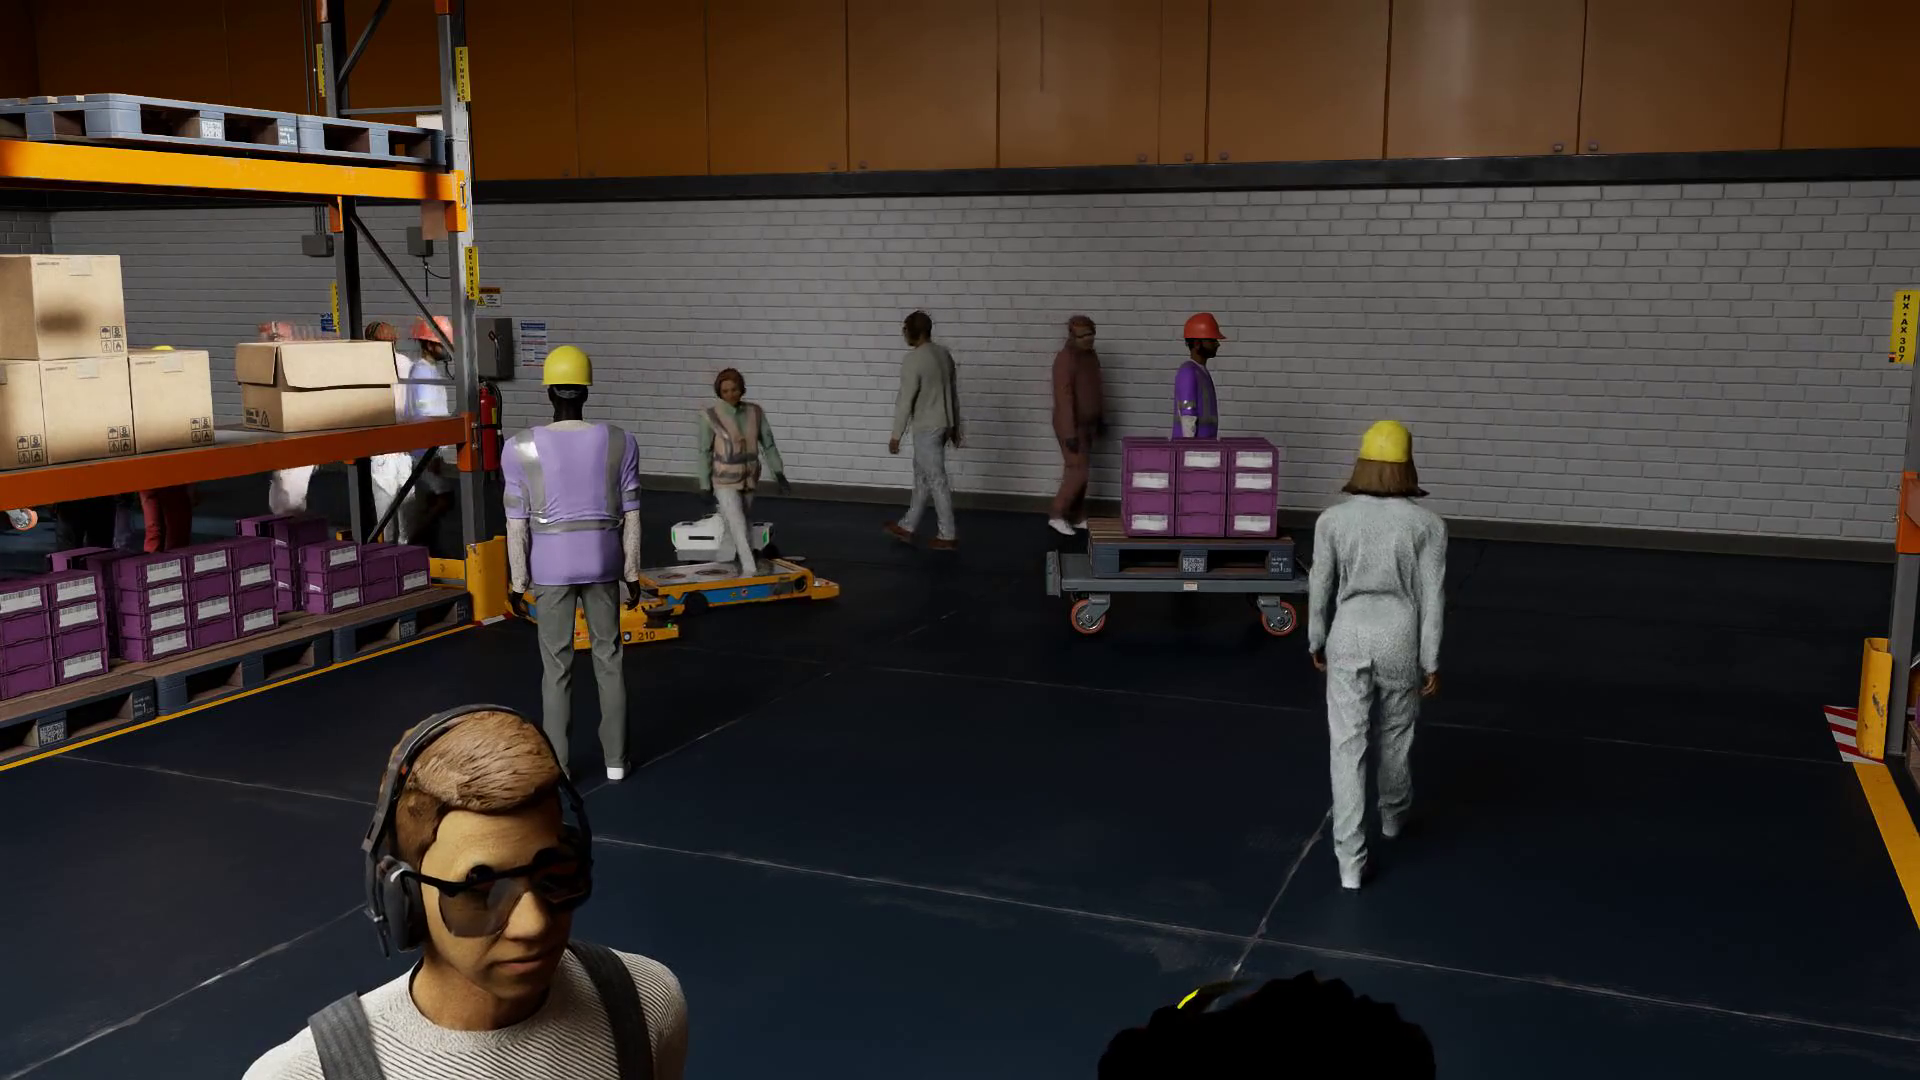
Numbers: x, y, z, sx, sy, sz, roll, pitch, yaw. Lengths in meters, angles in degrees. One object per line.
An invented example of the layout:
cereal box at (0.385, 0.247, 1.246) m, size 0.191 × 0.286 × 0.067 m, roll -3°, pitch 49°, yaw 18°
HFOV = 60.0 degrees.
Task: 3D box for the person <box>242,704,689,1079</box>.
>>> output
person at (-0.474, 1.069, 1.754) m, size 0.344 × 1.846 × 0.506 m, roll 9°, pitch 13°, yaw 43°

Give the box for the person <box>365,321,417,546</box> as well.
person at (-4.435, -0.758, 12.842) m, size 0.429 × 1.844 × 0.627 m, roll 3°, pitch 10°, yaw 15°

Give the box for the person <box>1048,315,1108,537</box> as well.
person at (0.998, -0.953, 13.982) m, size 0.407 × 1.866 × 0.706 m, roll 4°, pitch 10°, yaw 22°

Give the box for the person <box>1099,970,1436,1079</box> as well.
person at (0.162, 1.172, 1.079) m, size 0.329 × 1.865 × 0.512 m, roll -6°, pitch 11°, yaw -31°

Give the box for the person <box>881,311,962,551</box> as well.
person at (-0.366, -0.867, 13.332) m, size 0.892 × 1.904 × 0.649 m, roll 5°, pitch 11°, yaw 27°

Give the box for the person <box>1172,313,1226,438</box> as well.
person at (1.686, -0.633, 11.784) m, size 0.361 × 1.939 × 0.542 m, roll 3°, pitch 10°, yaw 15°

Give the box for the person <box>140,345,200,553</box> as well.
person at (-5.085, -0.364, 10.698) m, size 0.524 × 1.763 × 0.331 m, roll 5°, pitch 11°, yaw 27°

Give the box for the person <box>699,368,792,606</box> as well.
person at (-1.489, -0.371, 11.266) m, size 0.600 × 1.589 × 0.855 m, roll -9°, pitch 13°, yaw -43°

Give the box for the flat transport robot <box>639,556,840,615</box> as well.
flat transport robot at (-1.593, 0.301, 11.168) m, size 1.431 × 0.197 × 0.652 m, roll -6°, pitch 11°, yaw -31°

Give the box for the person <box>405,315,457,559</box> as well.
person at (-3.833, -0.666, 12.103) m, size 0.453 × 1.917 × 0.643 m, roll -3°, pitch 10°, yaw -17°

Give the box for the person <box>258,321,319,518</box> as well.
person at (-4.711, -0.585, 11.659) m, size 0.413 × 1.884 × 0.653 m, roll -2°, pitch 10°, yaw -10°

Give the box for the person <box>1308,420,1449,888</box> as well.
person at (1.568, 0.392, 6.281) m, size 0.508 × 1.688 × 0.889 m, roll 3°, pitch 10°, yaw 19°

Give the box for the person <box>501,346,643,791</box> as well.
person at (-1.670, 0.127, 7.217) m, size 0.588 × 1.927 × 0.366 m, roll -4°, pitch 10°, yaw -22°

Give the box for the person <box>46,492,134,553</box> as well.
person at (-5.322, -0.345, 10.113) m, size 0.398 × 1.916 × 0.590 m, roll 4°, pitch 10°, yaw 23°

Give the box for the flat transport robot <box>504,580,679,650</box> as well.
flat transport robot at (-2.330, 0.428, 10.398) m, size 0.652 × 0.197 × 1.431 m, roll -6°, pitch 11°, yaw -31°

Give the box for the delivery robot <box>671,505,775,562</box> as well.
delivery robot at (-1.698, -0.011, 11.916) m, size 0.707 × 0.478 × 0.477 m, roll 1°, pitch 9°, yaw 4°

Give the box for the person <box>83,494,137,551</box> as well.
person at (-6.316, -0.637, 12.016) m, size 0.681 × 1.863 × 0.935 m, roll 3°, pitch 10°, yaw 15°
